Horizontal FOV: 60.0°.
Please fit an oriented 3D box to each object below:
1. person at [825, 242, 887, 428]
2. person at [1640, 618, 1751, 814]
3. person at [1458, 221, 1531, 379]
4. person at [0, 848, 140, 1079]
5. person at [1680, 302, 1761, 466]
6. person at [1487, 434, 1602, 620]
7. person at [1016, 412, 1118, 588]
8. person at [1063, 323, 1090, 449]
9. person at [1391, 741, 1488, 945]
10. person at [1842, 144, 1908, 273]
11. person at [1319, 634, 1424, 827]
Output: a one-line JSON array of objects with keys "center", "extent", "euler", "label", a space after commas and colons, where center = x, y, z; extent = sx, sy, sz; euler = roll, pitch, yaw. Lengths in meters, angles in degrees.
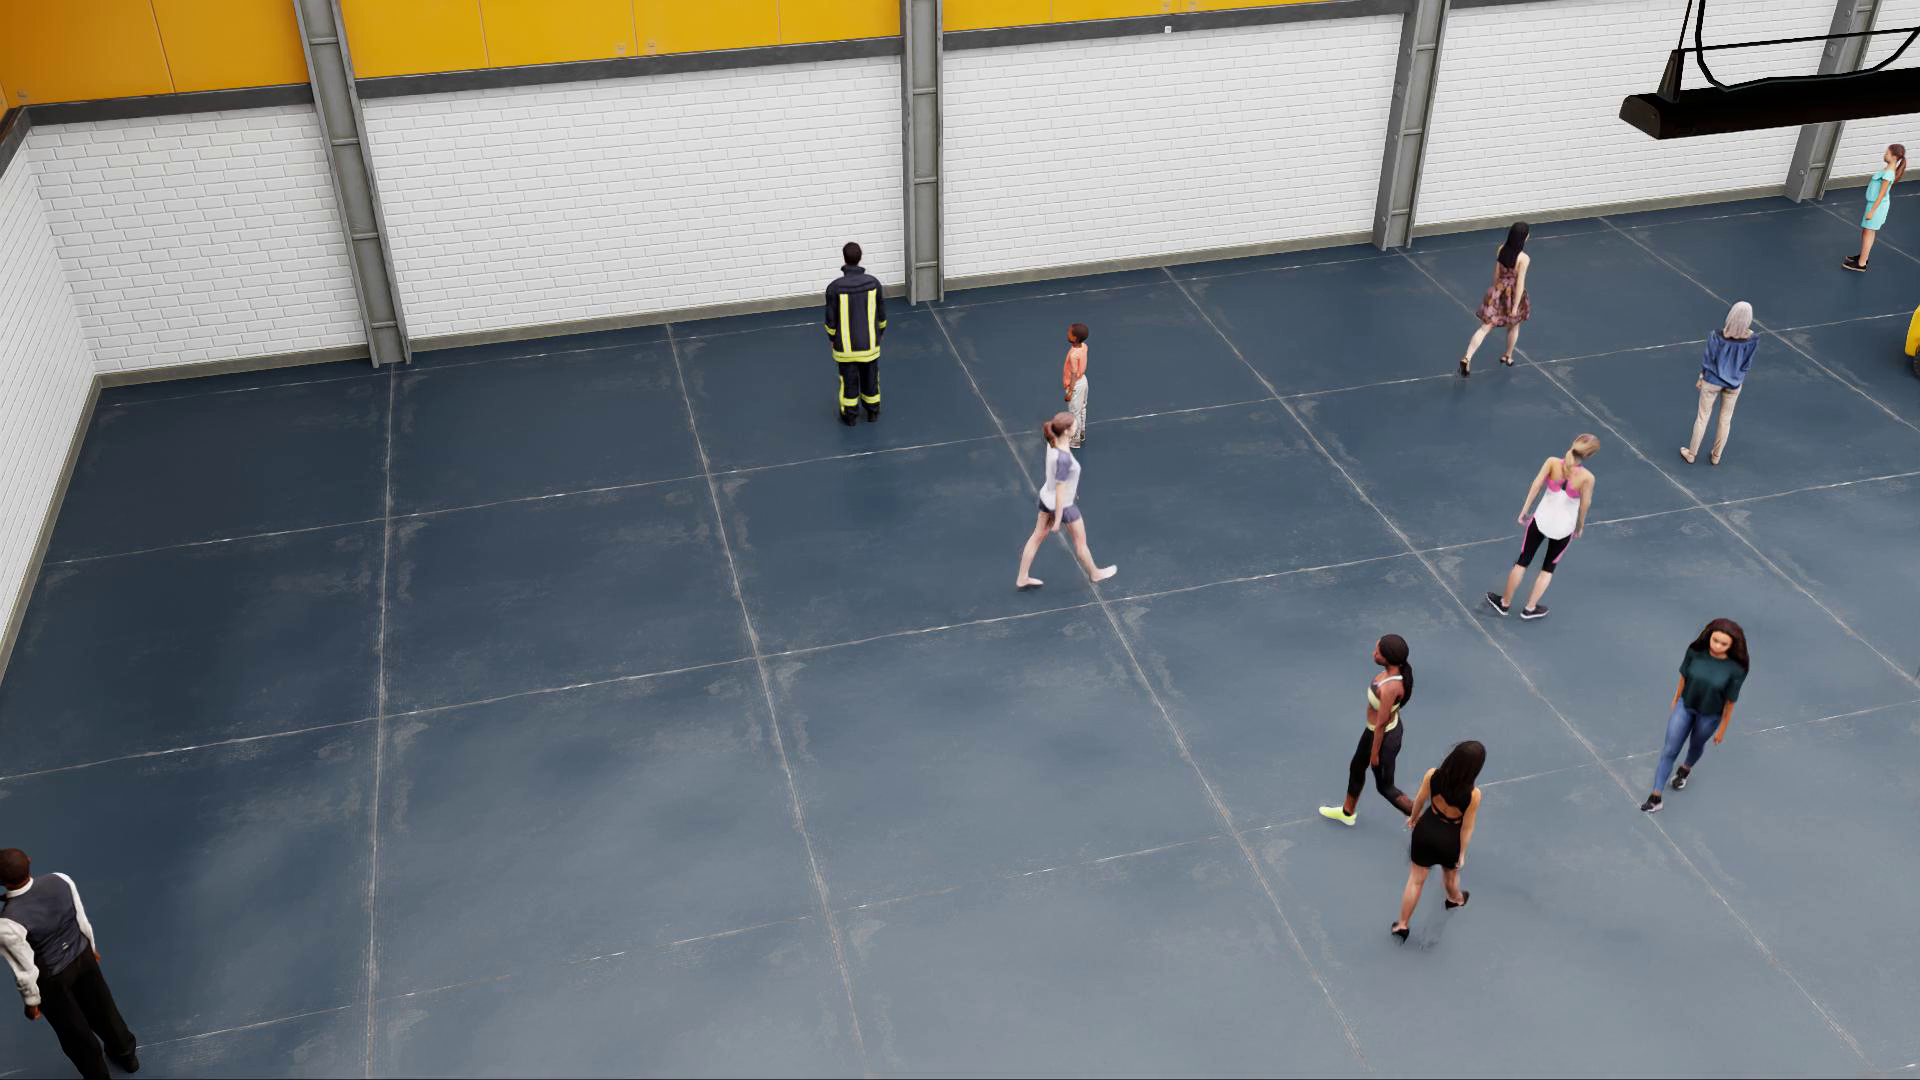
[{"center": [-1.033, -2.047, 16.551], "extent": [0.586, 1.926, 0.843], "euler": [-10, 35, -14], "label": "person"}, {"center": [5.362, 1.193, 11.985], "extent": [0.939, 1.585, 1.077], "euler": [25, 41, 33], "label": "person"}, {"center": [5.609, -2.455, 17.338], "extent": [1.246, 1.736, 0.880], "euler": [-22, 39, -29], "label": "person"}, {"center": [-5.238, 2.514, 9.696], "extent": [0.795, 1.919, 0.782], "euler": [11, 35, 16], "label": "person"}, {"center": [7.304, -1.502, 15.938], "extent": [0.631, 1.698, 0.751], "euler": [4, 34, 7], "label": "person"}, {"center": [4.841, -0.091, 13.769], "extent": [0.864, 1.750, 0.908], "euler": [12, 35, 17], "label": "person"}, {"center": [0.744, -0.290, 14.096], "extent": [1.111, 1.720, 0.622], "euler": [-11, 35, -16], "label": "person"}, {"center": [1.145, -1.527, 16.325], "extent": [0.612, 1.310, 0.567], "euler": [14, 36, 19], "label": "person"}, {"center": [3.065, 1.990, 10.753], "extent": [0.907, 1.622, 0.991], "euler": [18, 38, 25], "label": "person"}, {"center": [10.904, -3.967, 19.772], "extent": [0.714, 1.559, 0.647], "euler": [21, 39, 28], "label": "person"}, {"center": [3.025, 1.418, 11.521], "extent": [1.135, 1.724, 0.998], "euler": [13, 36, 19], "label": "person"}]
